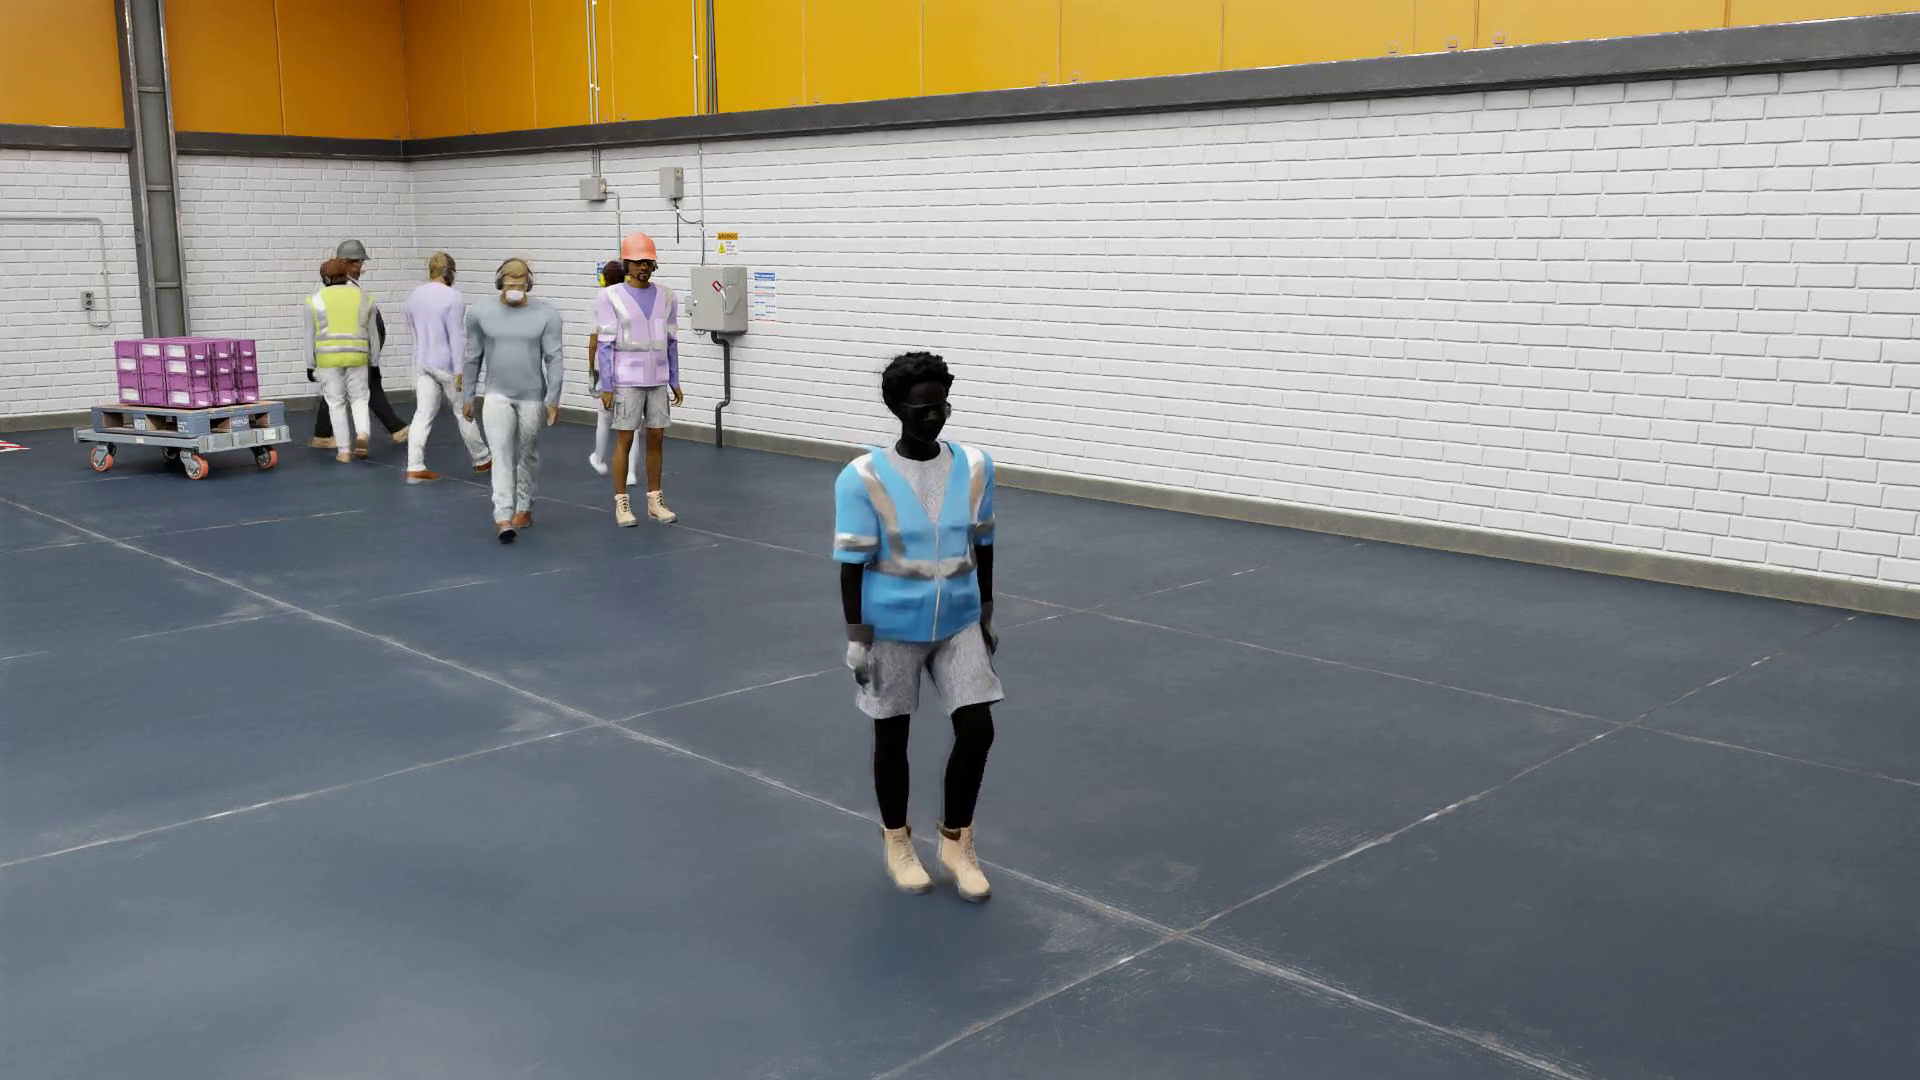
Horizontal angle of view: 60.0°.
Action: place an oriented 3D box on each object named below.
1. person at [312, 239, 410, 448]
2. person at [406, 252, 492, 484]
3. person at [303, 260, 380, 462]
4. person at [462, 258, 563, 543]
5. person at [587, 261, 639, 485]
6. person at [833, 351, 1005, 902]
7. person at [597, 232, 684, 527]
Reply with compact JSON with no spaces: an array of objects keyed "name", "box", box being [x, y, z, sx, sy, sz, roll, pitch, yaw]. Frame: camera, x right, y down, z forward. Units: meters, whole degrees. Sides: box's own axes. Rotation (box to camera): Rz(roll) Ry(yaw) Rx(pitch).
[{"name":"person","box":[-5.744,-1.897,15.886,1.040,2.000,0.701,-3,11,-17]},{"name":"person","box":[-4.263,-1.423,13.743,0.640,1.882,0.973,5,12,27]},{"name":"person","box":[-5.472,-1.573,14.767,0.636,1.815,0.535,-6,12,-28]},{"name":"person","box":[-2.994,-0.941,11.140,0.679,1.866,1.023,-2,11,-12]},{"name":"person","box":[-2.837,-1.377,13.691,0.515,1.799,1.008,-4,11,-23]},{"name":"person","box":[-0.101,0.279,4.985,0.558,1.677,0.535,-4,11,-22]},{"name":"person","box":[-2.209,-1.112,11.603,0.615,2.040,0.391,-8,13,-36]}]
